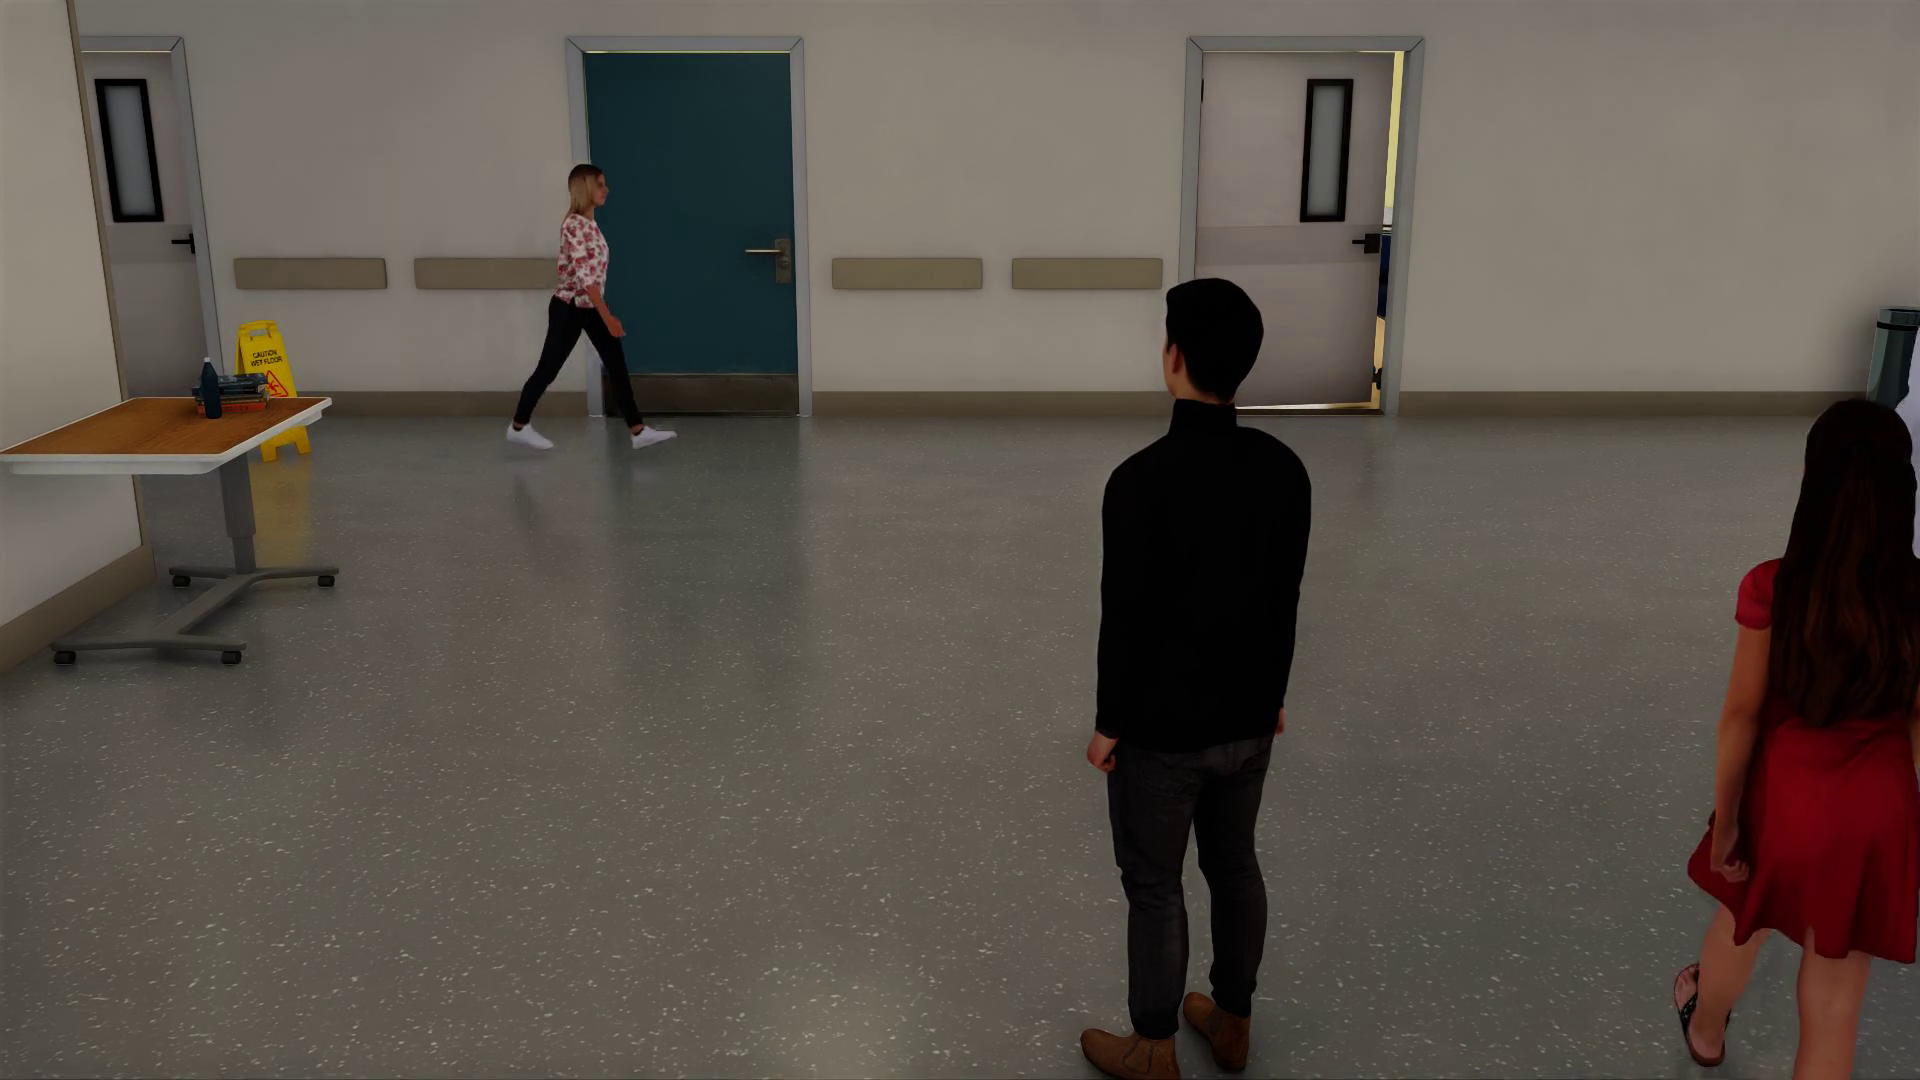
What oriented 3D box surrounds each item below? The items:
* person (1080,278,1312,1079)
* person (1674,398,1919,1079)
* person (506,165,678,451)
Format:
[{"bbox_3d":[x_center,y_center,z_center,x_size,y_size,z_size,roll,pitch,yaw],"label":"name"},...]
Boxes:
[{"bbox_3d":[0.483,0.323,3.429,0.655,1.723,0.784,-9,18,-28],"label":"person"},{"bbox_3d":[1.587,0.540,3.036,0.997,1.519,0.818,5,17,18],"label":"person"},{"bbox_3d":[-2.190,-1.221,9.178,1.216,1.575,0.688,2,16,7],"label":"person"}]
